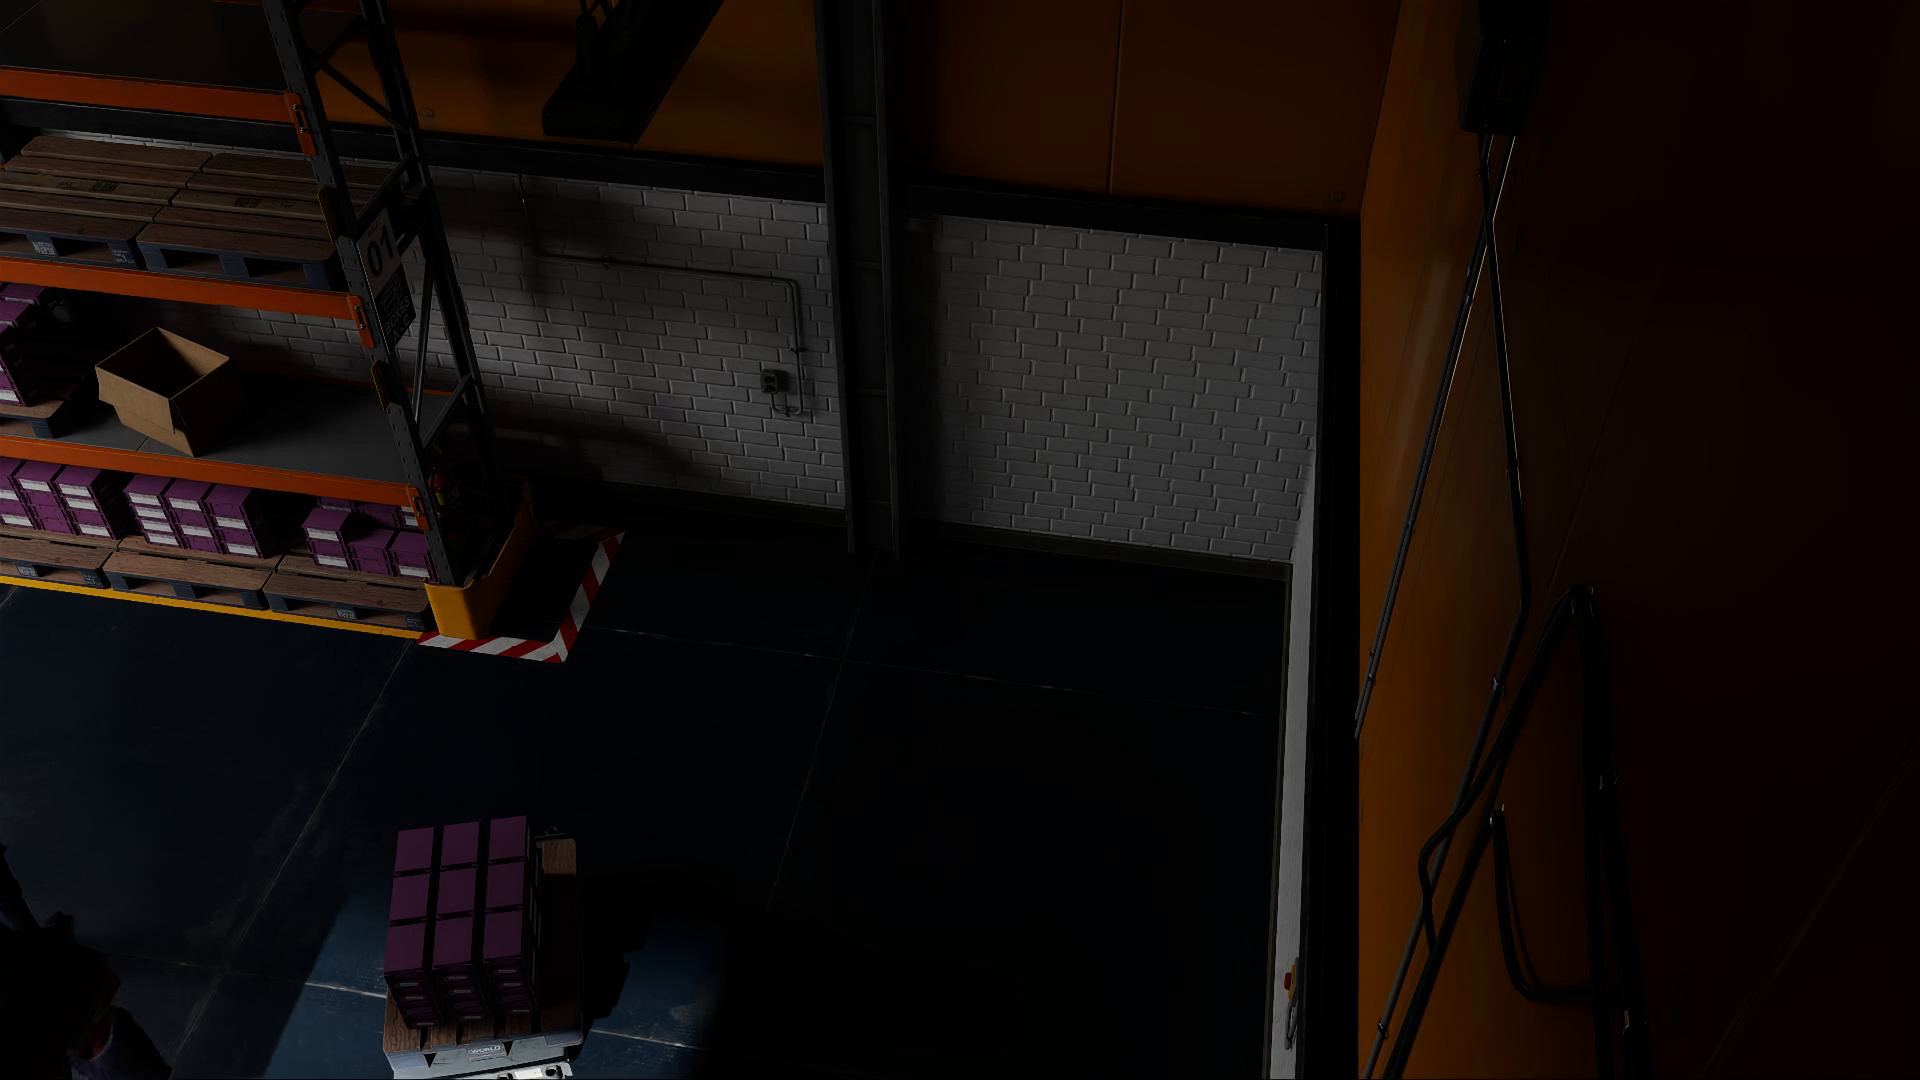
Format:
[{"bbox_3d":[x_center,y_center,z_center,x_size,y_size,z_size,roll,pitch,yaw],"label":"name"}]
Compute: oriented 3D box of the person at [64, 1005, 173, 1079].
[{"bbox_3d":[-4.173,2.605,8.350,1.088,1.652,0.790,-2,44,-2],"label":"person"}]
